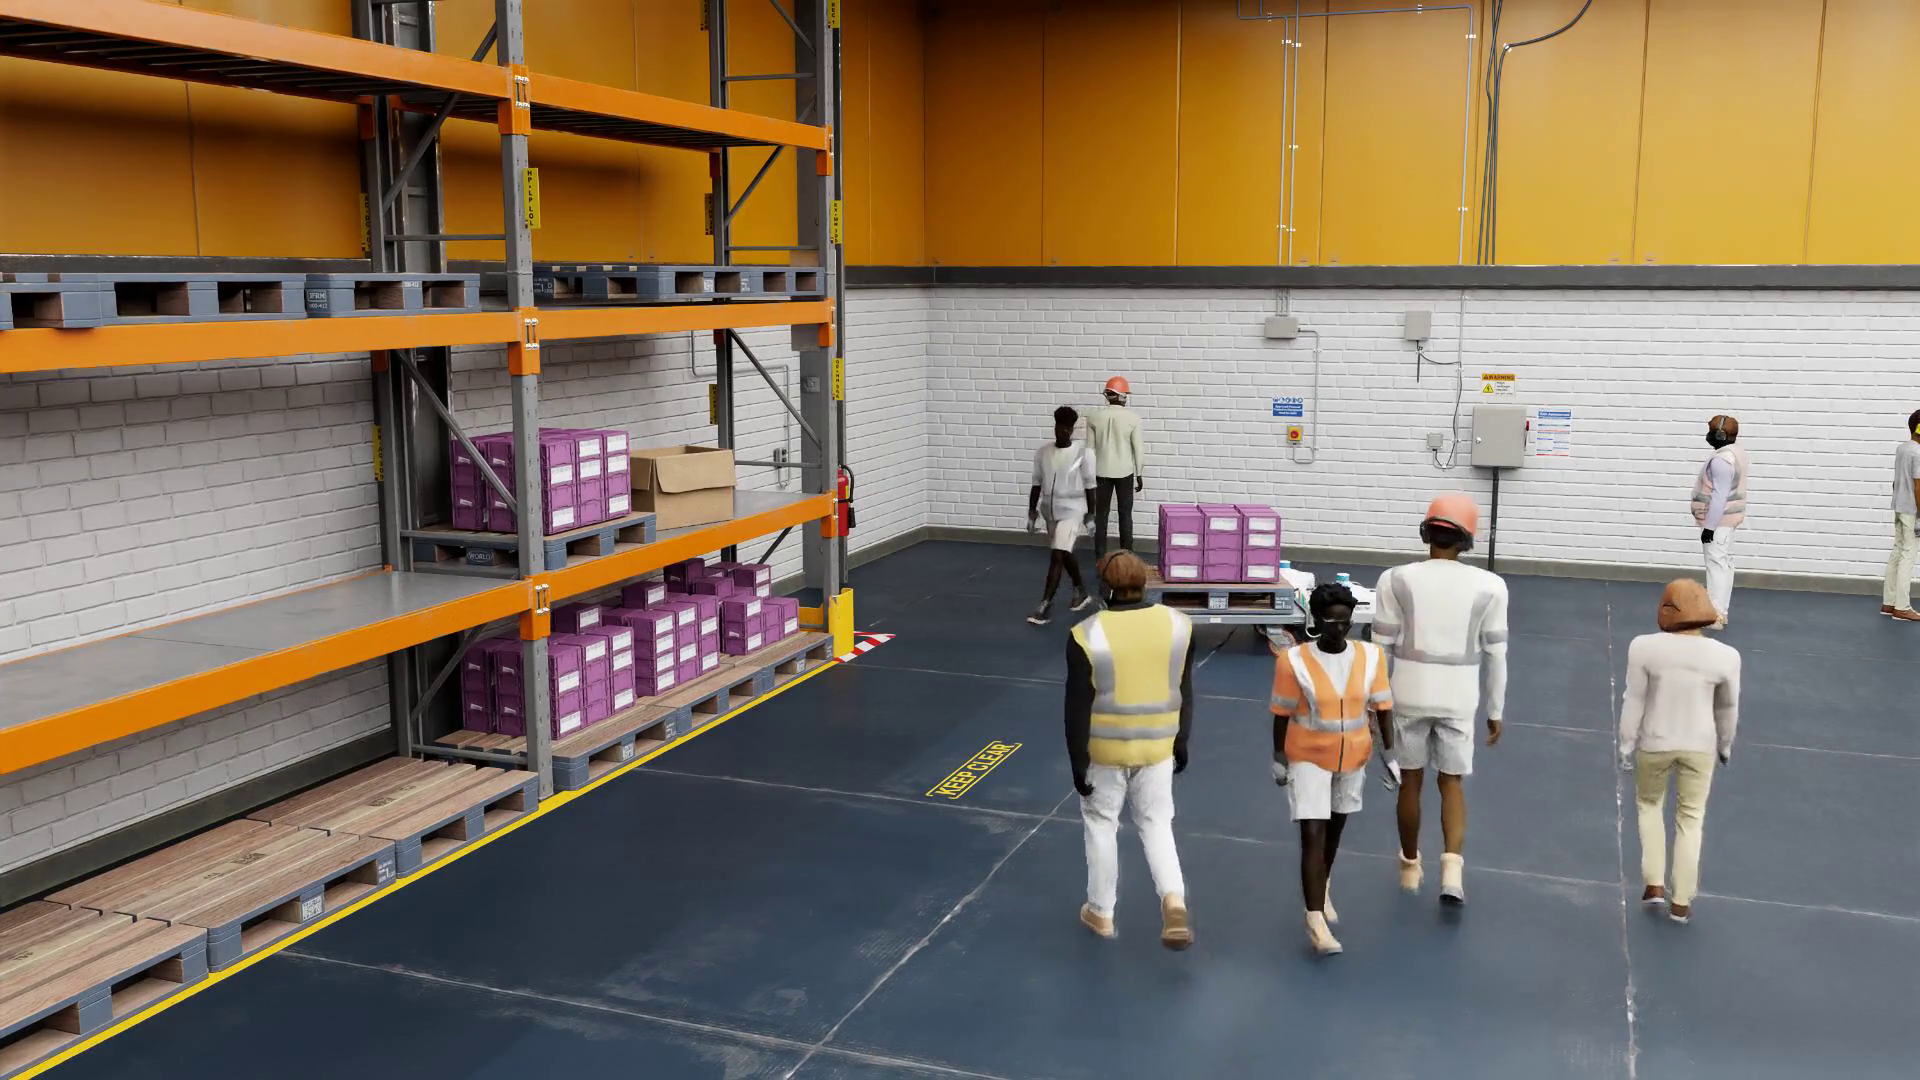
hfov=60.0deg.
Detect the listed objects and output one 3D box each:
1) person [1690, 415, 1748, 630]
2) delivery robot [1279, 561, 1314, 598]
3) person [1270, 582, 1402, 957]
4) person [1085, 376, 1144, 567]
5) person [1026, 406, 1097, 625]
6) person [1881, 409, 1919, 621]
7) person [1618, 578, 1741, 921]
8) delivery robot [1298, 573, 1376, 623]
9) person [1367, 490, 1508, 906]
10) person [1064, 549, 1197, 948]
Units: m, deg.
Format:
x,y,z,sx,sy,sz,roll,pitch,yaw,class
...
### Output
x,y,z,sx,sy,sz,roll,pitch,yaw,class
6.507,-0.154,14.308,0.429,1.845,0.621,7,11,35,person
2.805,0.422,14.422,0.477,0.478,0.707,6,11,31,delivery robot
1.704,1.021,7.507,0.553,1.657,0.843,-2,9,-10,person
1.608,-0.697,17.249,0.616,1.989,0.394,3,10,20,person
0.903,-0.244,14.706,0.640,1.904,1.066,7,11,36,person
8.403,-0.224,14.681,0.328,1.865,0.521,1,9,9,person
3.375,0.978,7.830,0.514,1.625,0.374,3,10,21,person
3.175,0.520,13.811,0.707,0.478,0.477,1,9,8,delivery robot
2.272,0.770,7.970,0.645,2.025,0.641,2,9,11,person
0.772,0.948,7.452,0.637,1.820,0.677,-2,9,-14,person
